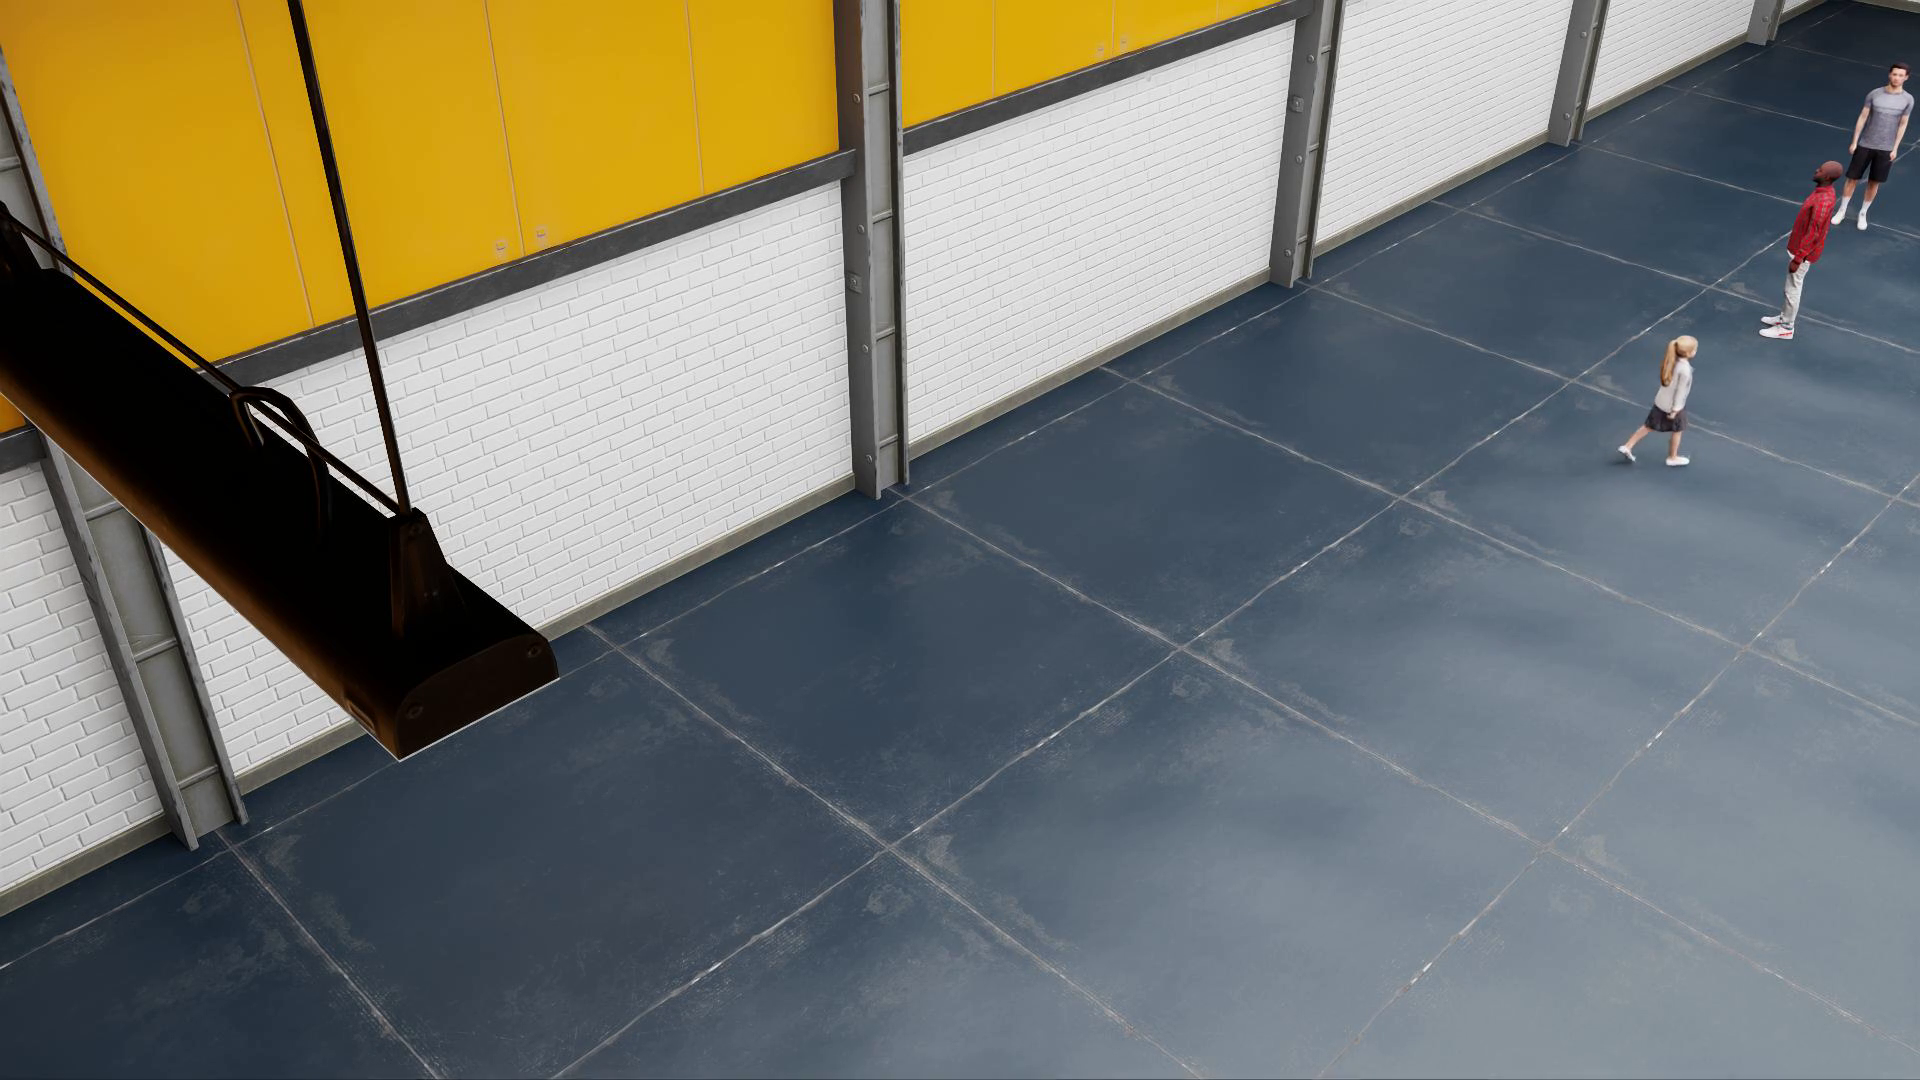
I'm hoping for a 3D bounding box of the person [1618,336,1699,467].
[{"bbox_3d":[6.083,-1.196,14.383,0.919,1.257,0.811,-4,34,-6],"label":"person"}]

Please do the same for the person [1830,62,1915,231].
[{"bbox_3d":[10.330,-4.455,18.739,0.705,1.863,0.648,18,38,25],"label":"person"}]

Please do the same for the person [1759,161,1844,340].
[{"bbox_3d":[8.343,-2.878,16.405,0.791,1.820,0.633,16,37,22],"label":"person"}]
